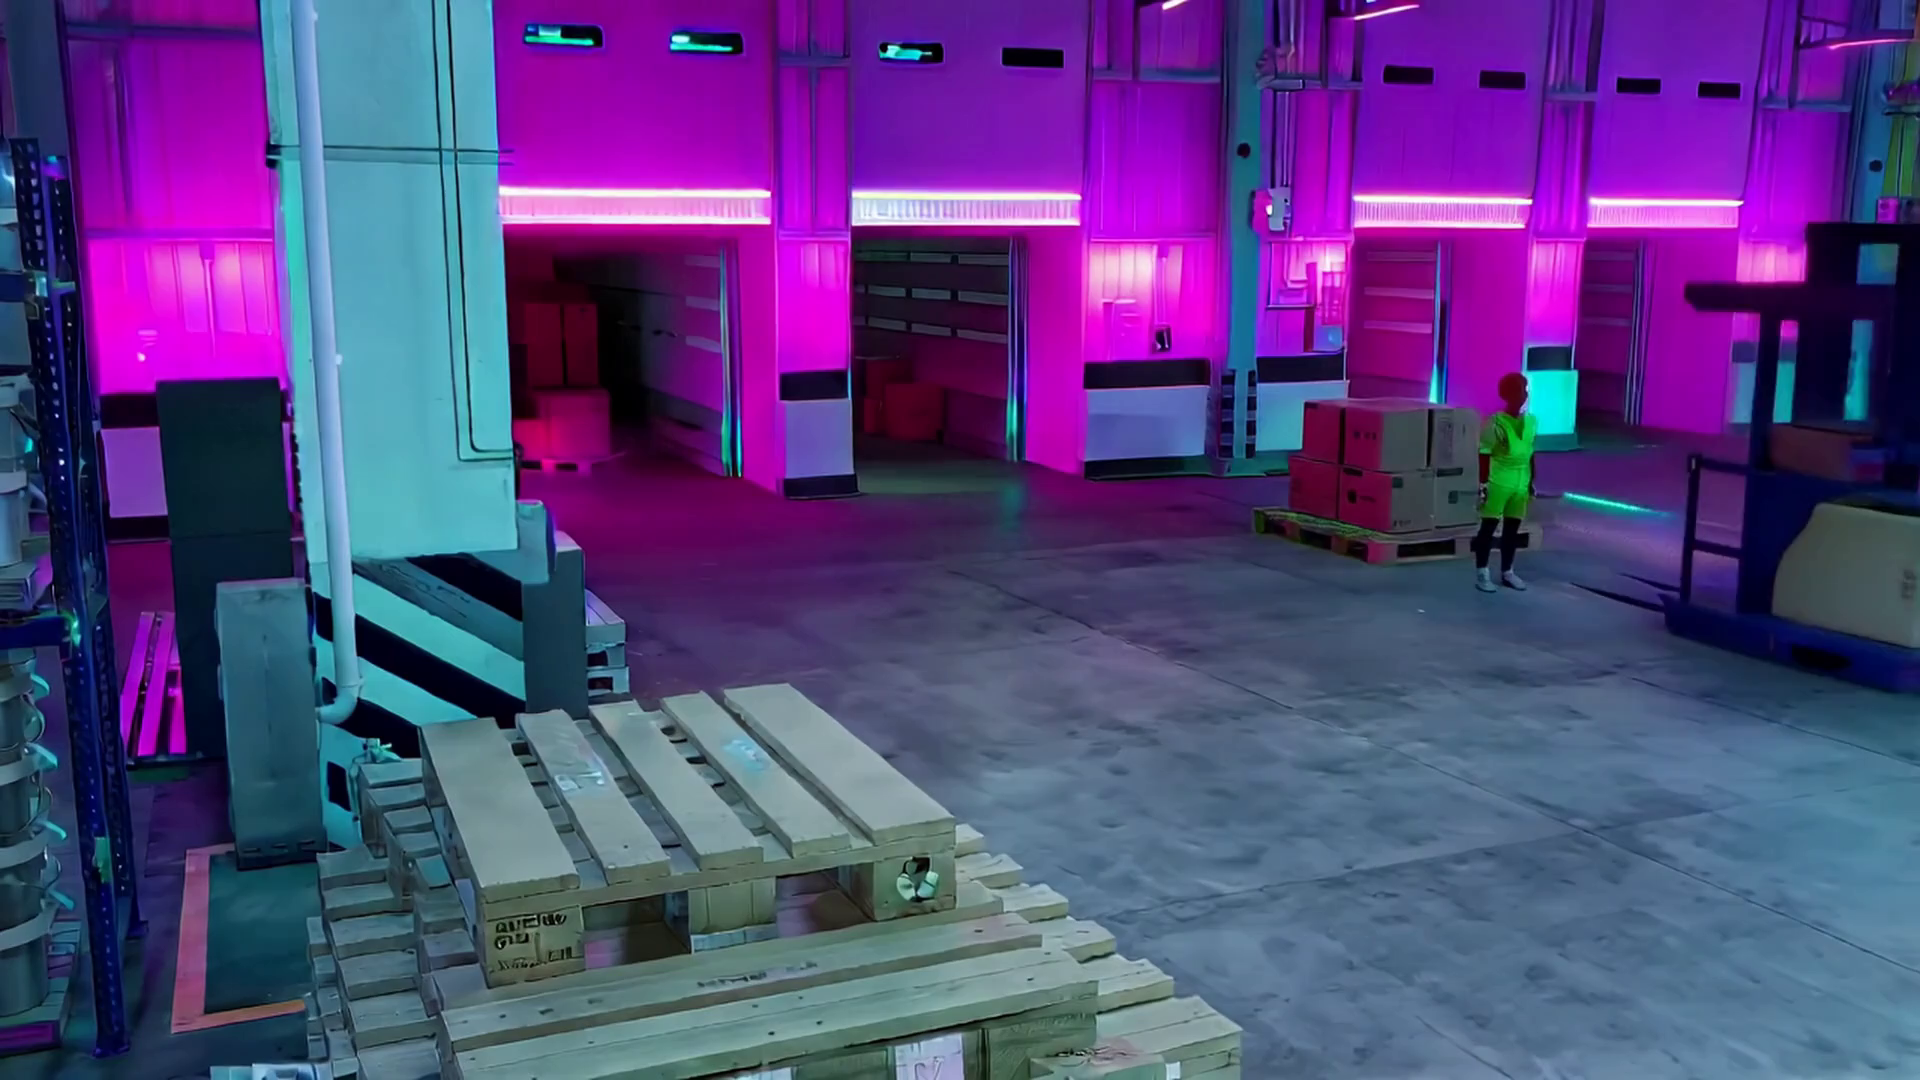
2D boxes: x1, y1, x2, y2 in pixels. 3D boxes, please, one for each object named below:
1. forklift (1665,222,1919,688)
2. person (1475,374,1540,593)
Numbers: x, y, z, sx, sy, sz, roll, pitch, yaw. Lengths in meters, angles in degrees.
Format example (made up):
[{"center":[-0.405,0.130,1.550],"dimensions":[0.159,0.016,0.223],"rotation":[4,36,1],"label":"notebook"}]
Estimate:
[{"center":[5.764,-0.627,10.644],"dimensions":[1.129,2.768,1.873],"rotation":[-4,11,-23],"label":"forklift"},{"center":[4.240,-0.442,12.884],"dimensions":[0.537,1.696,0.321],"rotation":[-4,11,-19],"label":"person"}]
